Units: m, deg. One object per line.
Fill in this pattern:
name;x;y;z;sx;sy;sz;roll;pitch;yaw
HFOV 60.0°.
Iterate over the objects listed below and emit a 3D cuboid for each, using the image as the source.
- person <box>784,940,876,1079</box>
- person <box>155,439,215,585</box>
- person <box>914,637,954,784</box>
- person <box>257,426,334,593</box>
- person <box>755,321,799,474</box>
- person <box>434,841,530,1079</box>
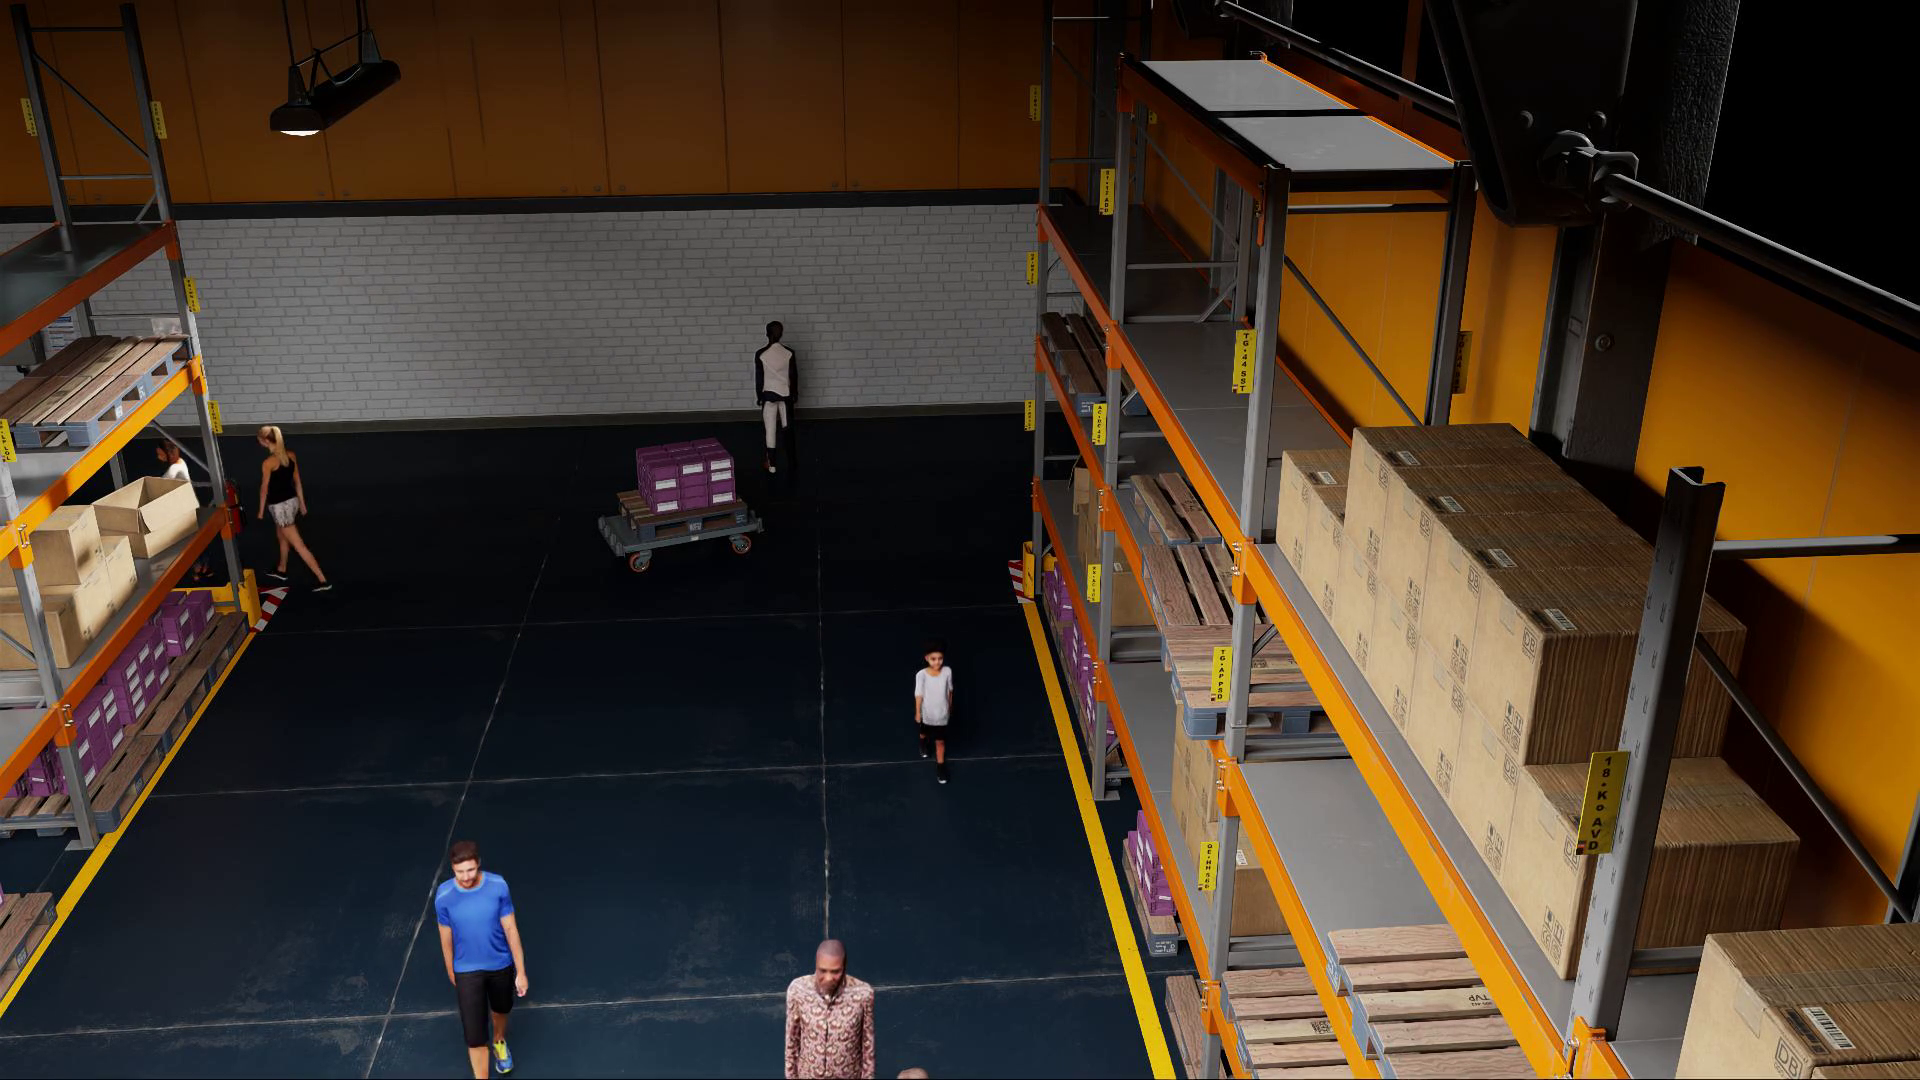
person;-0.737;3.047;9.532;0.687;1.809;0.598;0;24;-1
person;-8.002;-0.285;17.335;0.740;1.664;0.553;-3;24;-7
person;-0.233;1.377;14.060;0.534;1.242;0.886;-4;24;-9
person;-6.913;-0.298;17.203;0.958;1.794;1.189;8;25;18
person;-2.243;-1.762;20.429;0.710;1.893;0.633;-6;24;-13
person;-2.998;2.626;10.472;0.845;1.828;1.187;-9;25;-20
